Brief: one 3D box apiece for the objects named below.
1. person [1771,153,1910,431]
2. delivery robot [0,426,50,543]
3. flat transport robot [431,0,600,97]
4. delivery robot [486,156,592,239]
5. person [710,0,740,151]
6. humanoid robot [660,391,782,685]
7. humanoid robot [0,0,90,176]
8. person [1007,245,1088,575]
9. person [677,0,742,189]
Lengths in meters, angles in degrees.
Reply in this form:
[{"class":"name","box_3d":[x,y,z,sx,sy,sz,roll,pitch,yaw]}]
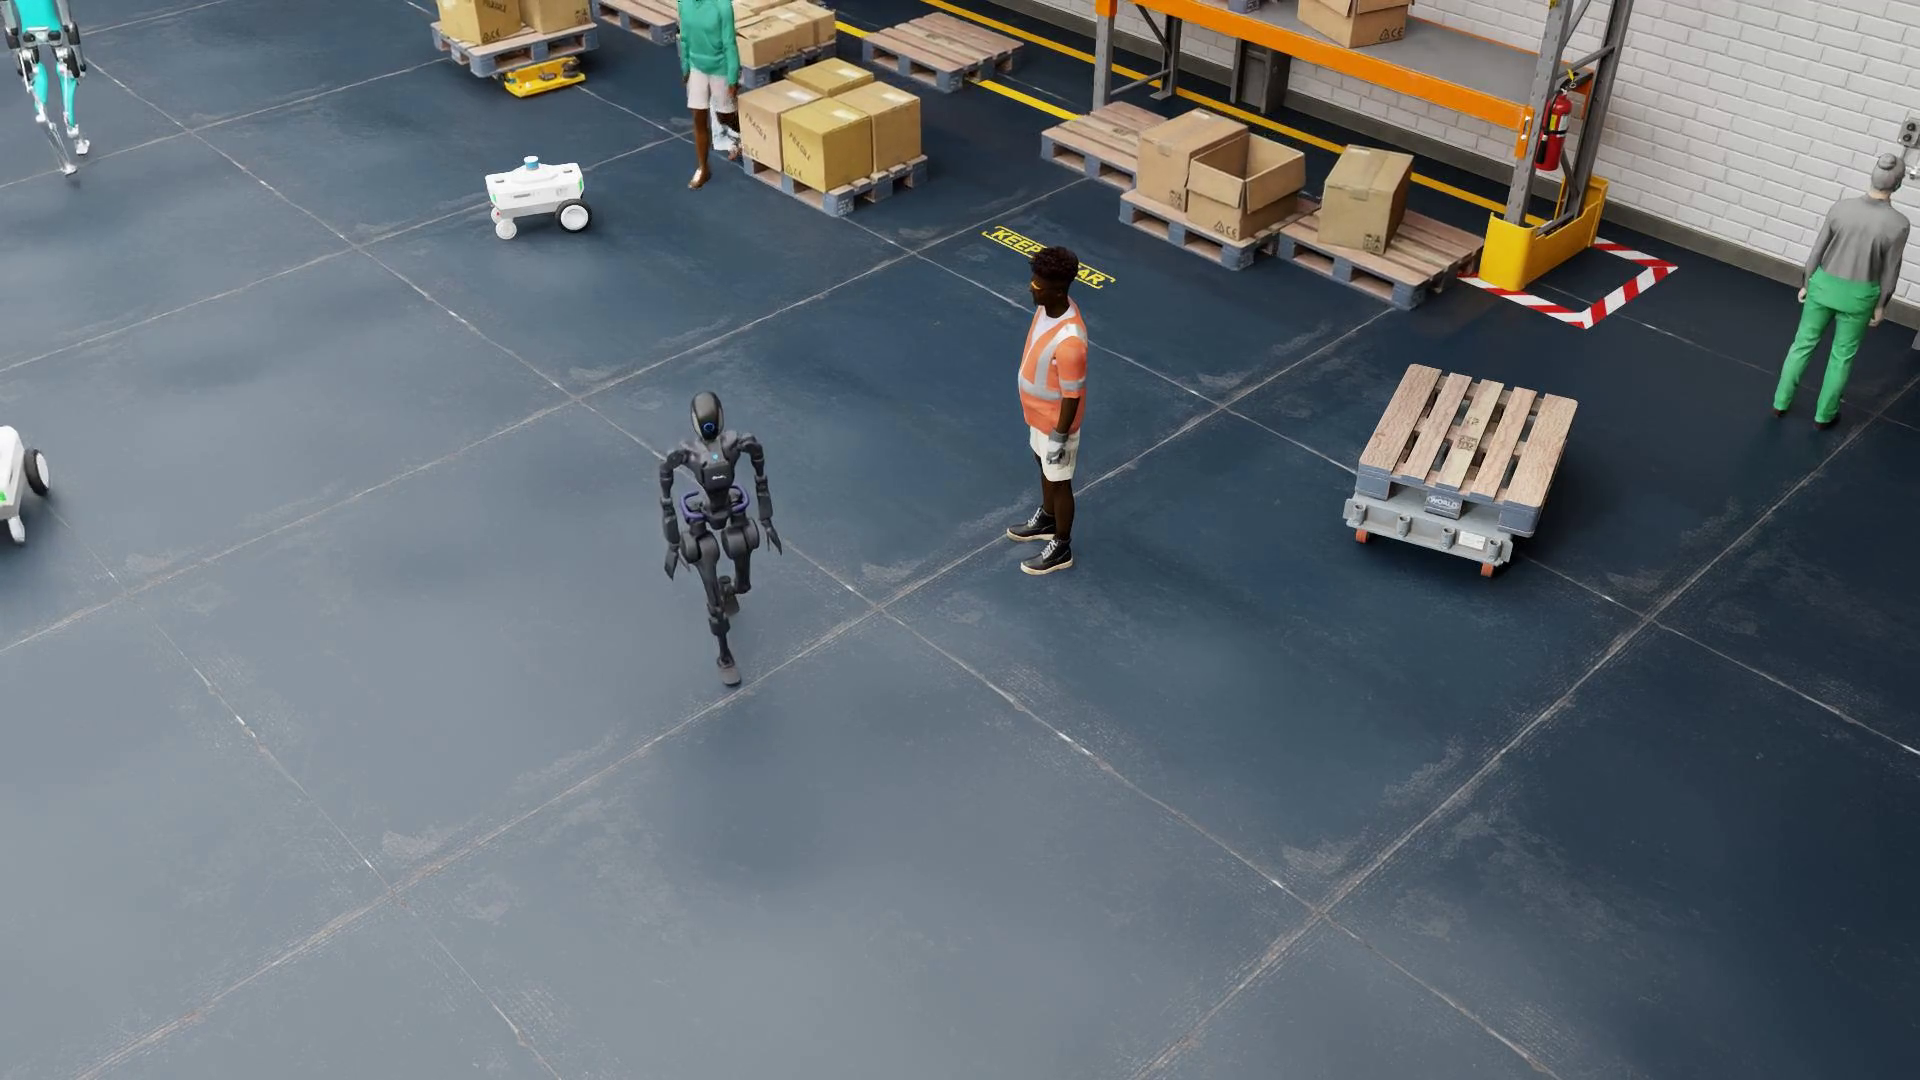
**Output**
[{"class":"person","box_3d":[5.461,-1.534,10.260,0.524,1.840,0.325,26,44,30]},{"class":"delivery robot","box_3d":[-5.706,-0.345,9.768,0.499,0.613,0.807,-11,39,-15]},{"class":"flat transport robot","box_3d":[-4.111,-4.483,15.468,0.659,0.231,1.431,-25,44,-29]},{"class":"delivery robot","box_3d":[-3.244,-2.657,12.825,0.813,0.609,0.499,-12,39,-16]},{"class":"person","box_3d":[-1.988,-4.148,13.676,0.435,1.901,0.612,3,37,3]},{"class":"humanoid robot","box_3d":[-1.250,-0.089,8.522,0.611,1.648,0.732,-14,39,-17]},{"class":"humanoid robot","box_3d":[-7.263,-3.705,13.267,0.551,1.763,1.043,-11,38,-14]},{"class":"person","box_3d":[0.491,-0.703,9.058,0.367,1.966,0.604,-7,38,-9]},{"class":"person","box_3d":[-1.954,-3.761,13.234,0.550,1.823,0.742,15,40,19]}]
